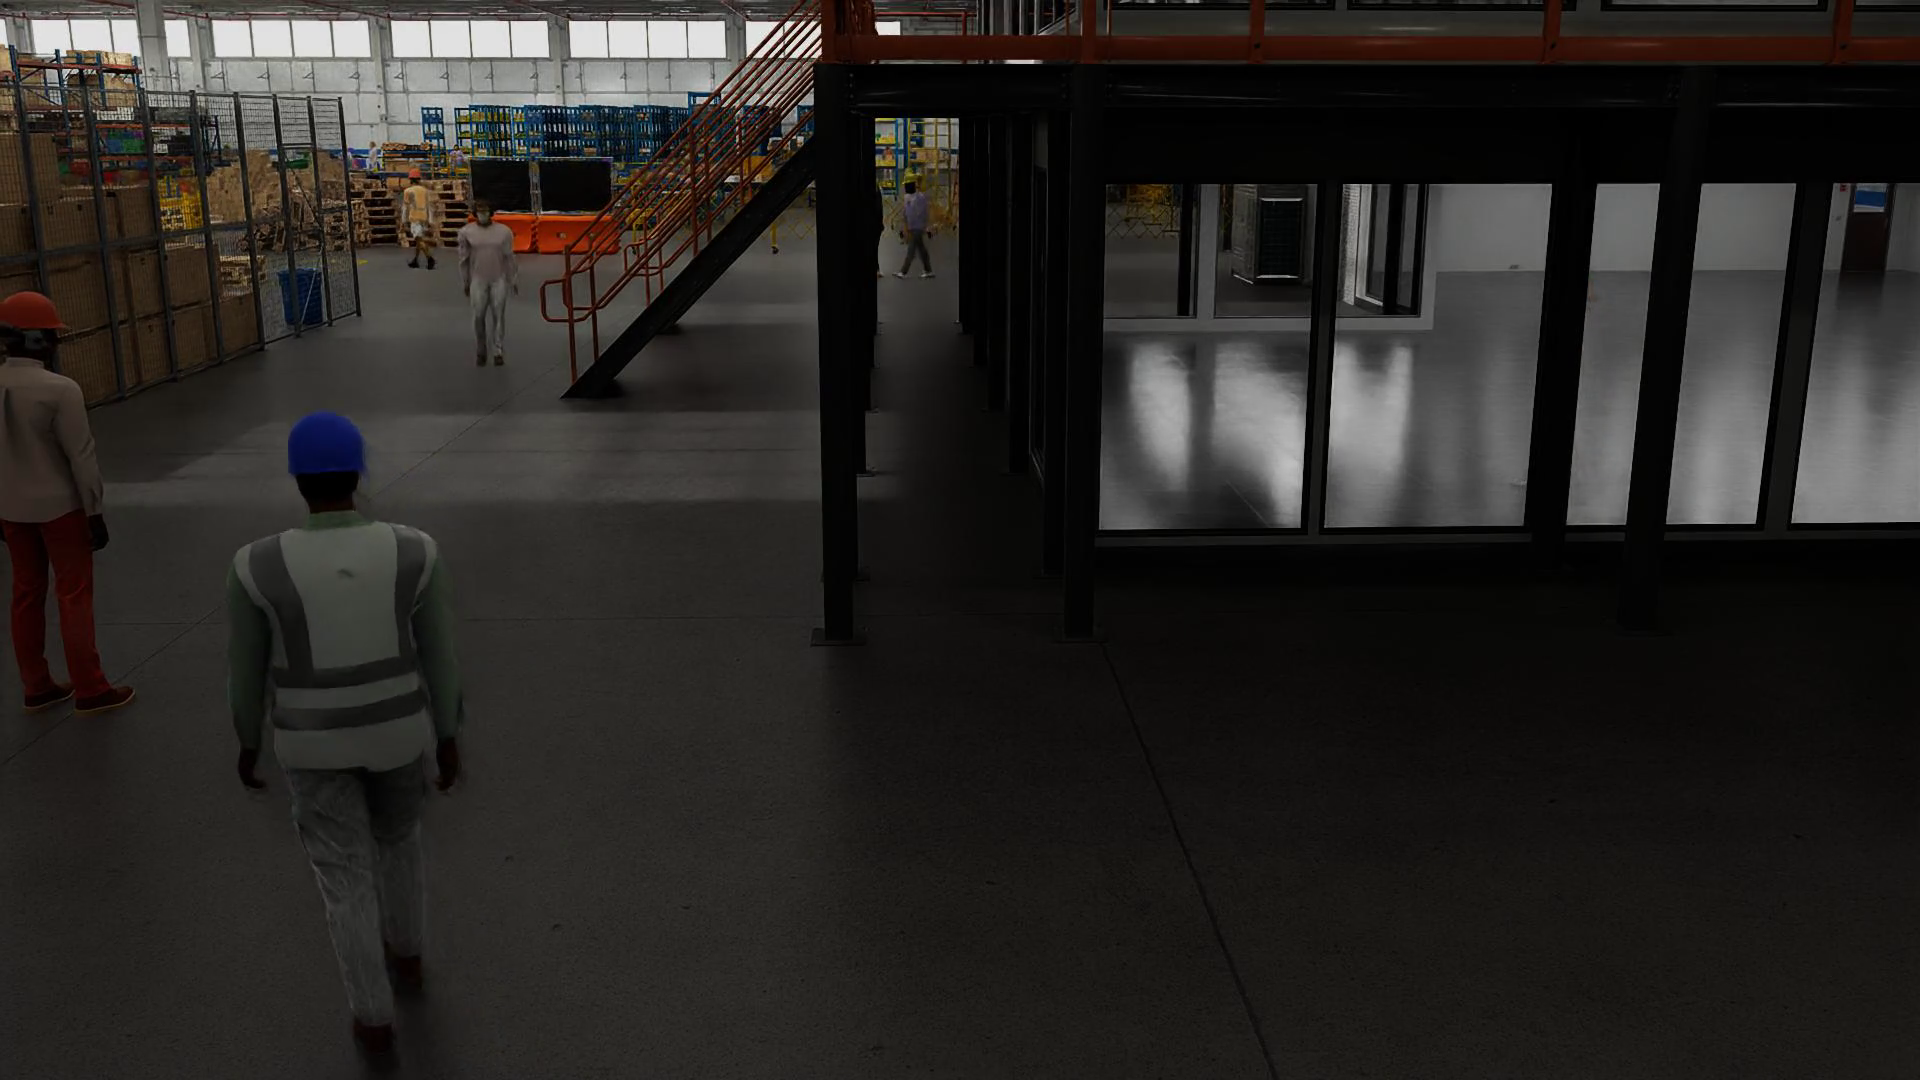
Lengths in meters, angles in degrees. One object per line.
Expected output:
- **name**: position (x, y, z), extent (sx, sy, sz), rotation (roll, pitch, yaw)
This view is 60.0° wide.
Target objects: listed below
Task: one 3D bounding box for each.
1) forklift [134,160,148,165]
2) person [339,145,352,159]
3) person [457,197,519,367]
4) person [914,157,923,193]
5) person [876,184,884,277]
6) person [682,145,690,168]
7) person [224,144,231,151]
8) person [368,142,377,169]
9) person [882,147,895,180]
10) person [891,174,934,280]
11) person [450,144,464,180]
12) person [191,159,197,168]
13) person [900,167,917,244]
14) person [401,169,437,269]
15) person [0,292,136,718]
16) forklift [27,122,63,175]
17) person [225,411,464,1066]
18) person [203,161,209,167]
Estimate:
- **forklift**: position (-36.869, -17.782, 76.403), extent (1.873, 2.768, 1.129), rotation (-1, 14, -2)
- **person**: position (-27.427, -16.758, 74.427), extent (0.588, 1.837, 0.404), rotation (1, 14, 6)
- **person**: position (-5.367, -2.931, 18.998), extent (0.642, 1.920, 0.647), rotation (-5, 15, -18)
- **person**: position (-1.243, -10.047, 47.592), extent (0.760, 1.840, 0.574), rotation (3, 14, 14)
- **person**: position (-1.640, -5.776, 30.122), extent (0.679, 2.000, 0.537), rotation (-9, 17, -32)
- **person**: position (-13.008, -17.972, 79.421), extent (0.613, 1.782, 0.836), rotation (-9, 17, -32)
- **person**: position (-38.906, -20.174, 88.309), extent (0.366, 1.731, 0.492), rotation (8, 16, 28)
- **person**: position (-29.796, -19.242, 84.321), extent (0.735, 1.861, 0.406), rotation (11, 18, 38)
- **person**: position (-3.239, -16.925, 74.776), extent (0.623, 1.992, 0.396), rotation (6, 15, 24)
- **person**: position (-0.836, -5.615, 29.834), extent (1.015, 1.861, 0.602), rotation (-9, 17, -33)
- **person**: position (-22.572, -16.824, 74.673), extent (0.571, 1.845, 0.382), rotation (-6, 15, -24)
- **person**: position (-30.675, -14.942, 67.055), extent (1.004, 1.898, 0.602), rotation (5, 15, 20)
- **person**: position (-1.212, -7.776, 38.714), extent (0.671, 1.744, 0.525), rotation (-4, 14, -14)
- **person**: position (-10.368, -6.154, 31.920), extent (0.920, 1.908, 0.555), rotation (9, 17, 33)
- **person**: position (-4.248, -0.153, 7.753), extent (0.622, 1.985, 0.399), rotation (3, 14, 13)
- **forklift**: position (-35.376, -14.773, 64.377), extent (1.129, 2.768, 1.873), rotation (-1, 14, -2)
- **person**: position (-1.865, 0.563, 5.024), extent (0.621, 1.914, 0.812), rotation (-9, 17, -32)
- **person**: position (-29.845, -14.549, 65.930), extent (0.694, 1.672, 0.534), rotation (-8, 16, -30)
